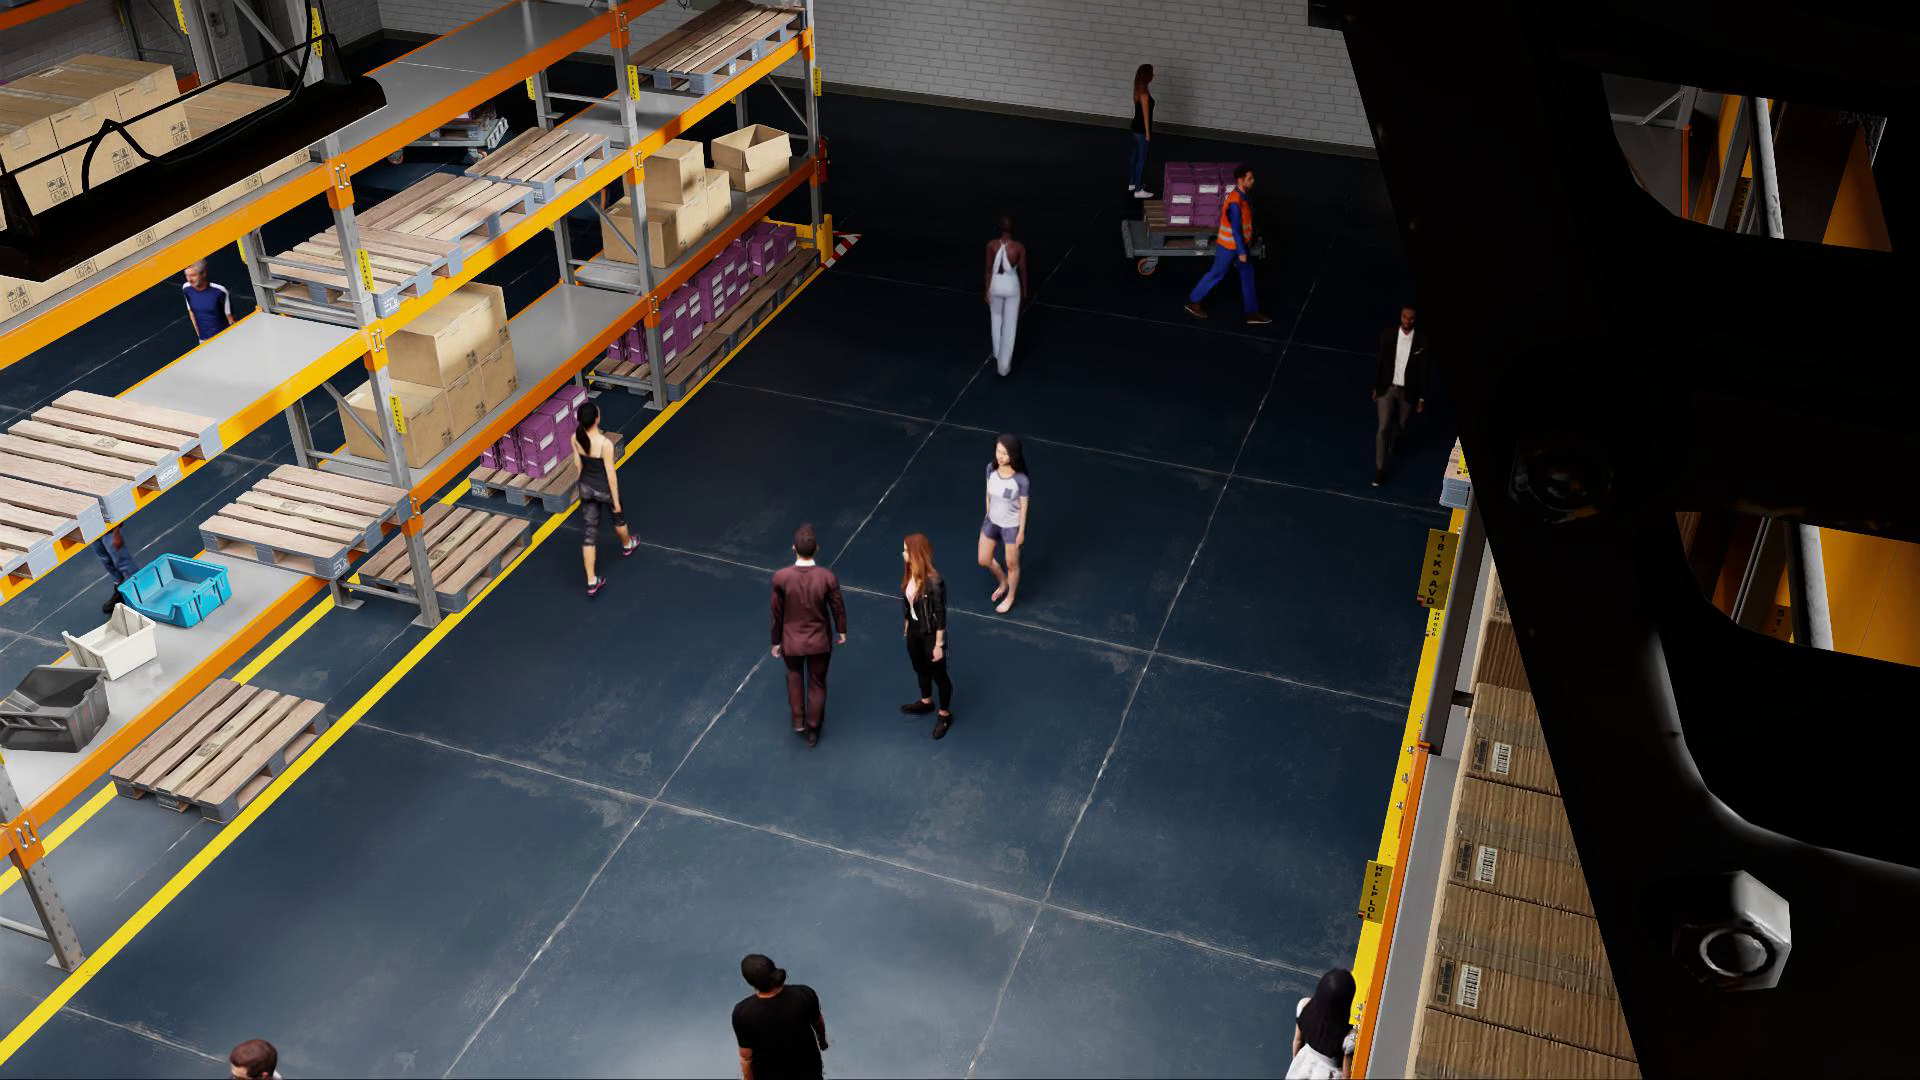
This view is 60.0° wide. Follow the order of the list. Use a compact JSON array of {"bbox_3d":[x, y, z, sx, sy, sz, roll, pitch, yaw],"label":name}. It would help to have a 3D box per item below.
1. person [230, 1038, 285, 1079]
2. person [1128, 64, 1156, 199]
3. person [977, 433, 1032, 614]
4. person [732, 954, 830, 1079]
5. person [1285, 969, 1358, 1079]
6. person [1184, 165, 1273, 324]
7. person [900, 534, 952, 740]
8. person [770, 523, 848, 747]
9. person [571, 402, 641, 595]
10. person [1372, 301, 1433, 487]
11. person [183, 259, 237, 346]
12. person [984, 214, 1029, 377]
[{"bbox_3d":[-3.459,3.225,8.598,0.744,1.853,0.695,24,40,31],"label":"person"},{"bbox_3d":[2.354,-5.325,21.578,0.730,1.723,0.625,-6,34,-9],"label":"person"},{"bbox_3d":[0.432,-0.173,13.848,0.687,1.699,0.685,23,40,31],"label":"person"},{"bbox_3d":[-0.928,2.978,9.092,1.017,1.715,1.235,-4,34,-6],"label":"person"},{"bbox_3d":[1.951,2.988,9.029,0.799,1.769,0.775,-25,41,-32],"label":"person"},{"bbox_3d":[2.923,-3.242,18.356,0.871,1.820,1.216,16,37,22],"label":"person"},{"bbox_3d":[-0.208,0.704,12.524,0.738,1.704,0.714,-27,42,-34],"label":"person"},{"bbox_3d":[-1.135,0.774,12.287,0.809,1.849,0.779,-1,34,-2],"label":"person"},{"bbox_3d":[-3.115,-0.335,14.109,0.602,1.680,1.120,10,35,15],"label":"person"},{"bbox_3d":[4.147,-1.434,15.677,0.662,1.774,1.083,12,35,17],"label":"person"},{"bbox_3d":[-7.324,-2.038,16.547,0.724,1.818,0.718,1,34,2],"label":"person"},{"bbox_3d":[0.457,-2.505,17.293,0.638,1.769,0.752,7,34,11],"label":"person"}]
